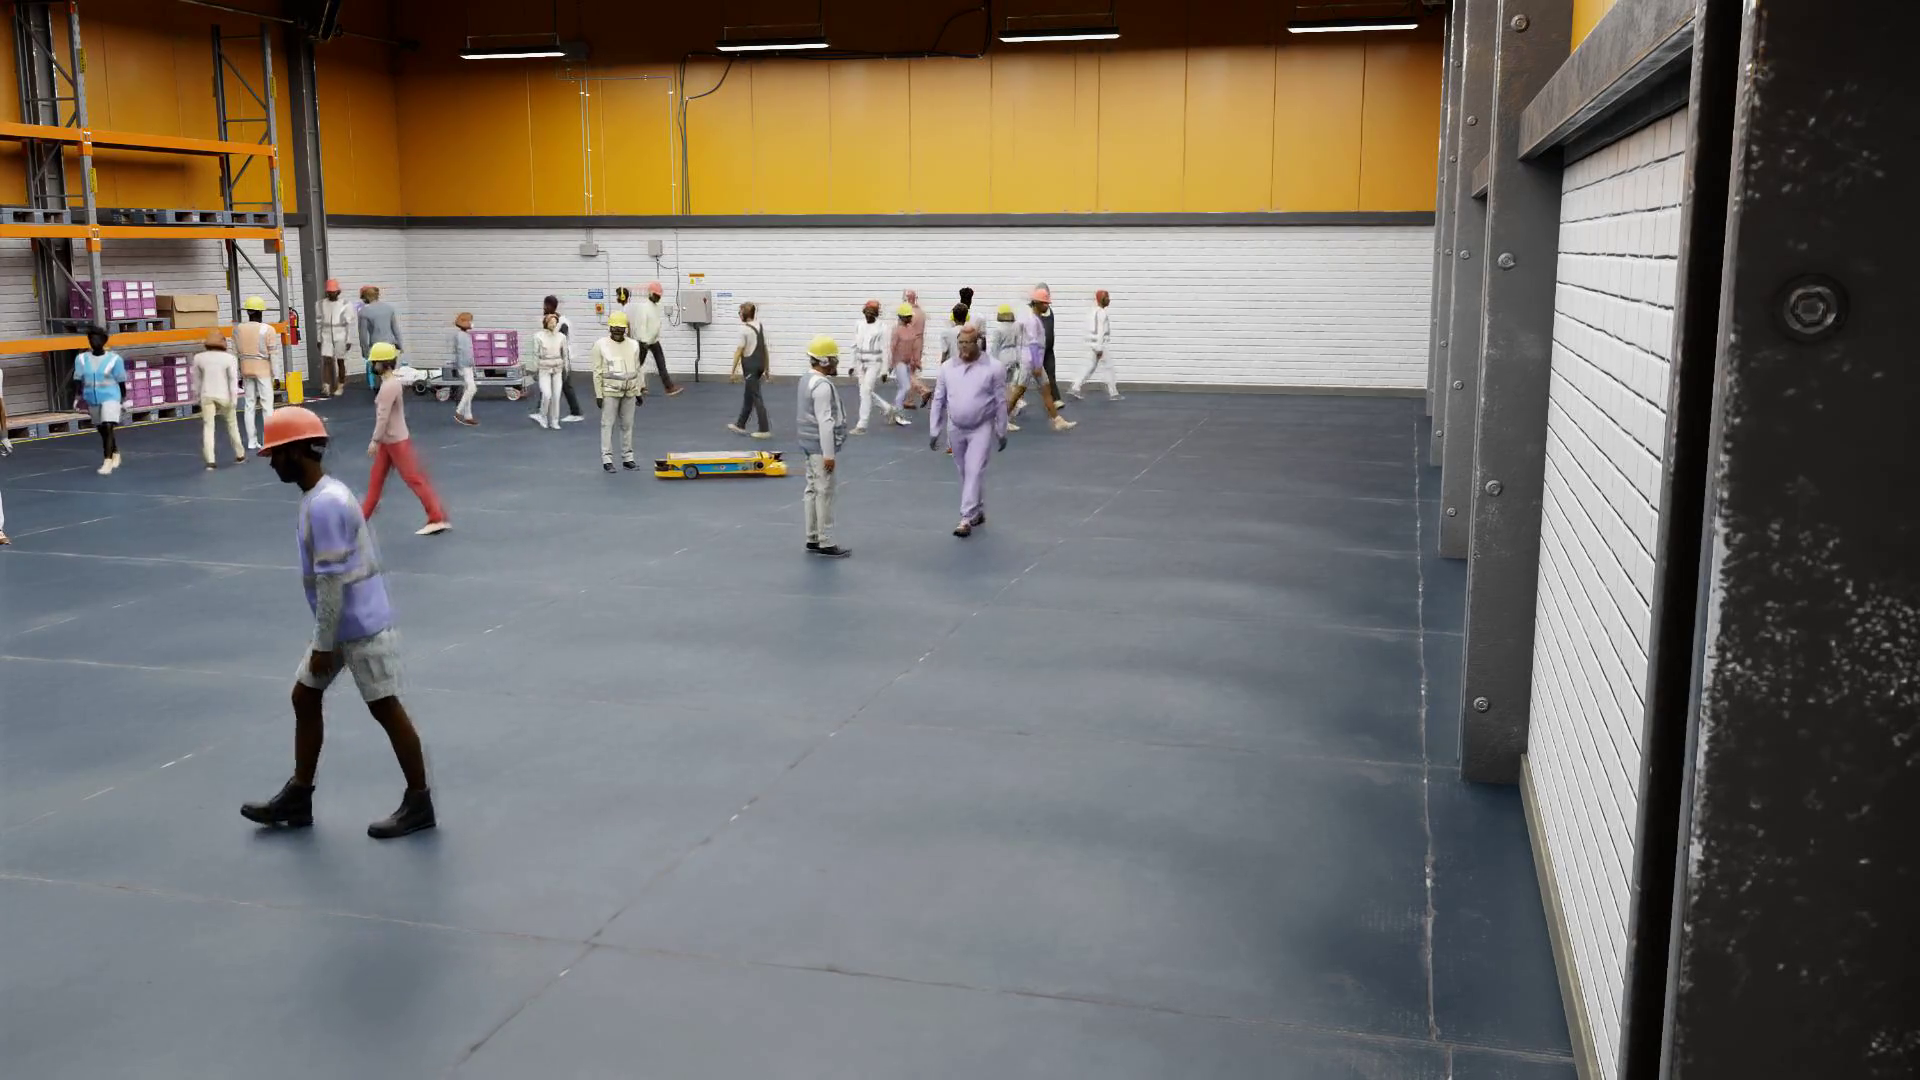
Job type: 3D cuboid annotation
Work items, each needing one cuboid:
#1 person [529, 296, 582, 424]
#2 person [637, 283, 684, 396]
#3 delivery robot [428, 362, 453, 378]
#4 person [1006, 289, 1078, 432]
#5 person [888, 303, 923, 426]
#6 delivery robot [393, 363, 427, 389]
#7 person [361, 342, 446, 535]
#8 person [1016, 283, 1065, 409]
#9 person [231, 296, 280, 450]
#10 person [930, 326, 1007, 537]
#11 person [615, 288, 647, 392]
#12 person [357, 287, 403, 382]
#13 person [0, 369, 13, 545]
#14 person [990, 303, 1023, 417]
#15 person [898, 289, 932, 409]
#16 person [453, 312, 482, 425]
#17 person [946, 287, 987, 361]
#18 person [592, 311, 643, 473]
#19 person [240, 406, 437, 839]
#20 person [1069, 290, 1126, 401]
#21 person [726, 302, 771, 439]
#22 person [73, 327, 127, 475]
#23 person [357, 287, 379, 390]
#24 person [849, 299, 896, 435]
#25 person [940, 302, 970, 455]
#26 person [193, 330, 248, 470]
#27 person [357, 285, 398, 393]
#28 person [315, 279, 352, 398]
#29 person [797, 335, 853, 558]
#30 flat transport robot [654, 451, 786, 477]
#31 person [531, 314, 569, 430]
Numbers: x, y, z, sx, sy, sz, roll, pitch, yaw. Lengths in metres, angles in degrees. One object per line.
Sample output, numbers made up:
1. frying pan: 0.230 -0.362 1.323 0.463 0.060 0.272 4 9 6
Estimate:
1. person: -5.862 -2.585 23.950 0.667 1.843 0.993 7 12 34
2. person: -5.232 -3.389 28.268 1.047 1.919 0.704 4 11 22
3. delivery robot: -8.827 -2.847 28.812 0.707 0.478 0.477 -4 11 -24
4. person: 1.037 -2.458 22.881 1.111 1.972 0.645 2 10 12
5. person: -0.796 -2.506 23.757 0.451 1.745 0.542 5 11 27
6. delivery robot: -9.532 -2.808 28.588 0.707 0.478 0.477 -3 10 -18
7. person: -5.026 -0.875 14.627 0.950 1.713 0.532 -3 10 -17
8. person: 1.225 -3.105 26.333 0.691 2.000 1.063 -6 12 -31
9. person: -8.834 -2.092 20.915 0.589 1.927 0.387 1 10 6
10. person: 0.067 -0.984 14.866 0.667 1.853 1.014 4 11 20
11. person: -5.889 -3.471 29.010 0.874 1.833 0.541 1 10 4
12. person: -9.402 -3.123 26.859 0.704 1.889 0.697 7 12 34
13. person: -8.377 -0.871 14.164 0.518 1.873 0.328 -7 12 -36
14. person: 0.673 -2.632 24.541 0.492 1.724 0.386 -8 13 -38
15. person: -0.718 -2.965 25.987 0.610 1.891 0.649 5 11 28
16. person: -7.011 -2.434 23.682 0.327 1.620 0.531 0 10 0
17. person: 0.089 -2.683 24.151 0.613 1.963 0.361 -1 10 -7
18. person: -3.863 -1.681 18.866 0.591 1.829 0.404 -8 13 -39
19. person: -2.731 0.366 7.176 0.823 1.874 0.572 -5 11 -28
20. person: 2.257 -3.214 27.516 0.956 1.848 0.586 -2 10 -10
21. person: -2.877 -2.261 22.201 0.894 1.806 0.548 6 12 30
22. person: -9.700 -1.593 18.845 0.535 1.660 0.850 0 10 -1
23. person: -10.395 -3.571 29.546 0.563 1.838 0.391 0 10 -1
24. person: -1.165 -2.364 22.693 0.802 1.846 0.632 -10 14 -43
25. person: 0.004 -1.972 20.404 0.534 1.868 0.310 -1 10 -6
26. person: -8.579 -1.628 19.250 0.519 1.588 0.855 -1 10 -7
27. person: -9.954 -3.383 28.346 0.623 1.883 0.853 -10 14 -43
28. person: -10.581 -3.385 28.066 0.629 1.986 1.033 -1 10 -8
29. person: -1.128 -0.771 13.723 0.411 1.827 0.613 -4 11 -19
30. flat transport robot: -2.689 -0.855 18.600 1.431 0.197 0.652 -2 10 -9
31. person: -5.691 -2.335 23.146 0.535 1.620 0.376 -8 13 -37
